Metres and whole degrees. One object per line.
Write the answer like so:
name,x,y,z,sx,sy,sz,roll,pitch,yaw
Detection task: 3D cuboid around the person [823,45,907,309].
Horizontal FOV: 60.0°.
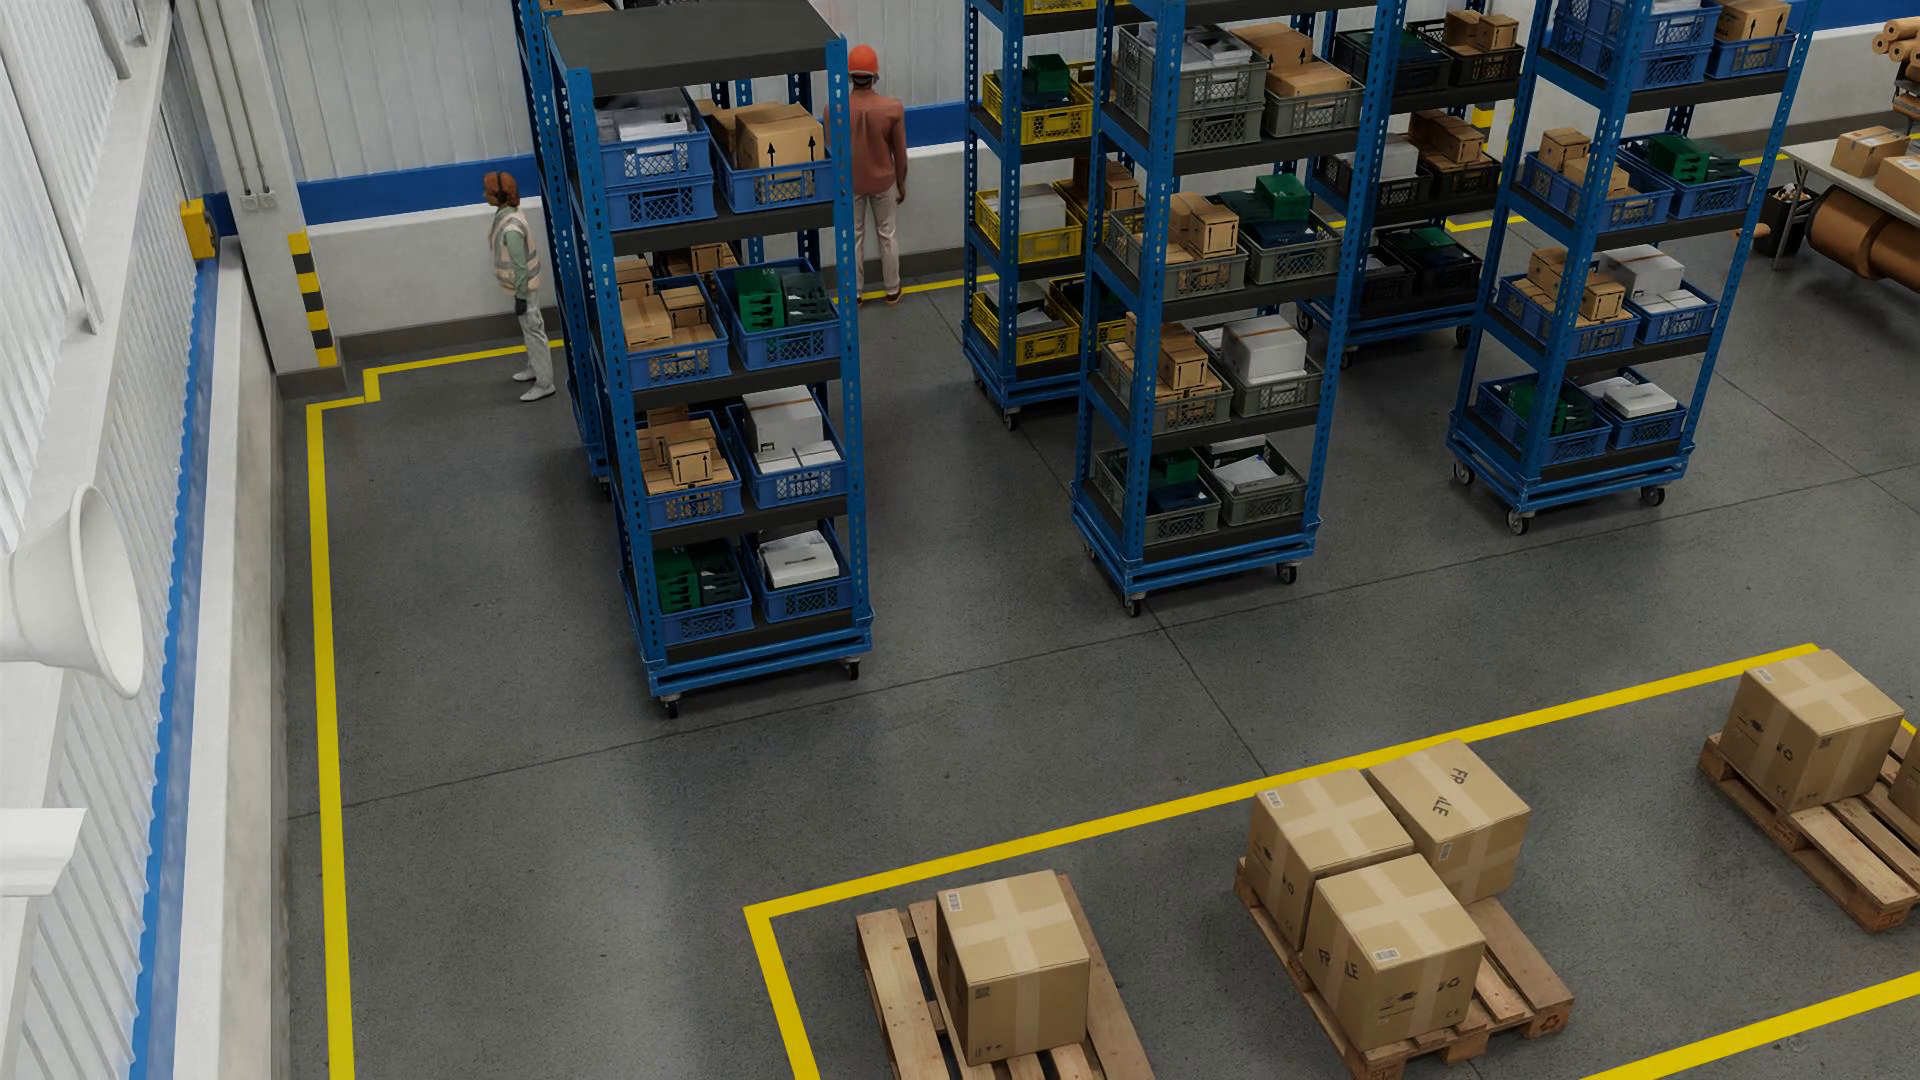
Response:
person,-0.697,-2.673,12.337,0.612,1.994,0.394,-3,35,-4

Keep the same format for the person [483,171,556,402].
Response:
person,-2.997,-1.730,11.307,0.315,1.639,0.520,-10,36,-14
